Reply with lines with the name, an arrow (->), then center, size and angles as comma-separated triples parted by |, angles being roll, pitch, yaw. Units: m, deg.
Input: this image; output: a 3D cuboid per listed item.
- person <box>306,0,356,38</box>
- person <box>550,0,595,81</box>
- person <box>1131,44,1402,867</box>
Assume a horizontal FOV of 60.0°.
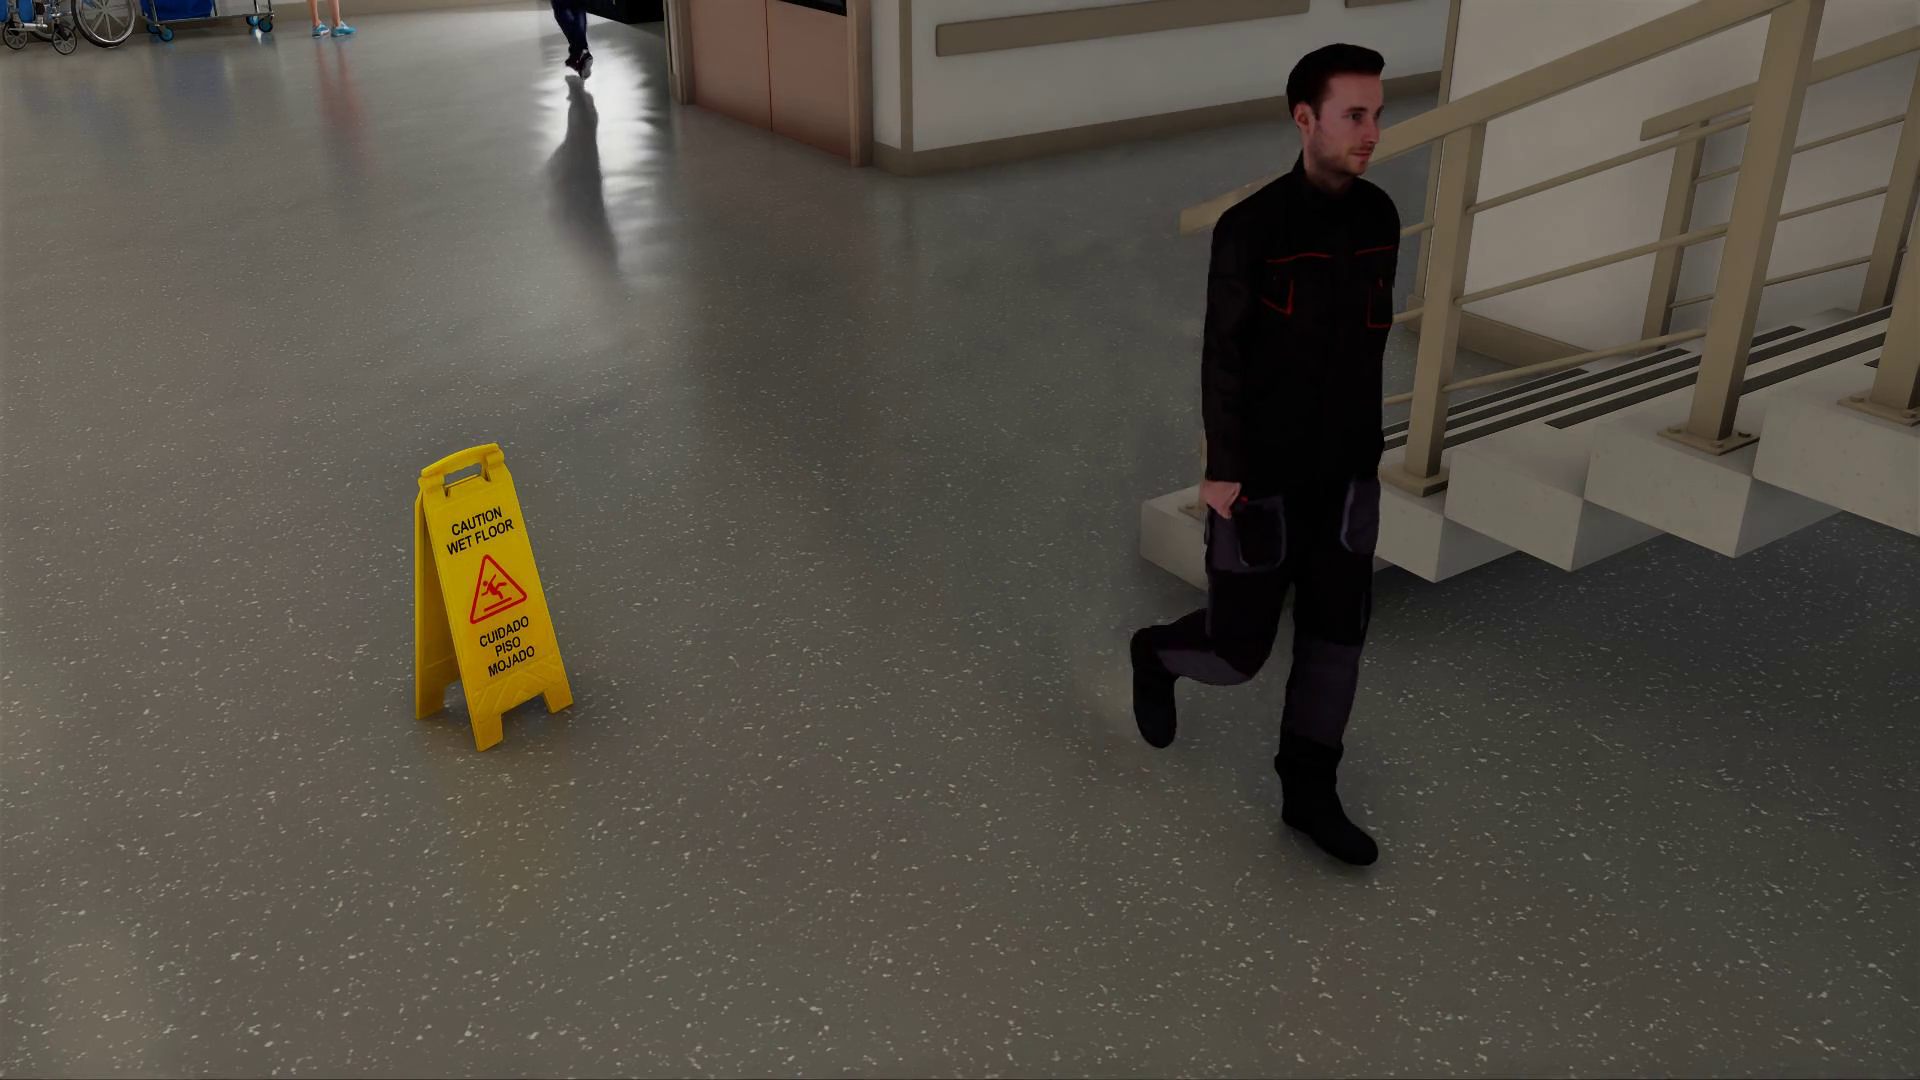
person -> -5.819, -5.459, 14.968 | 0.697, 1.765, 0.759 | 5, 26, 10
person -> -3.029, -4.480, 12.911 | 0.756, 1.790, 1.138 | -15, 30, -29
person -> 0.718, -0.175, 3.858 | 0.770, 1.898, 1.063 | -13, 29, -25
